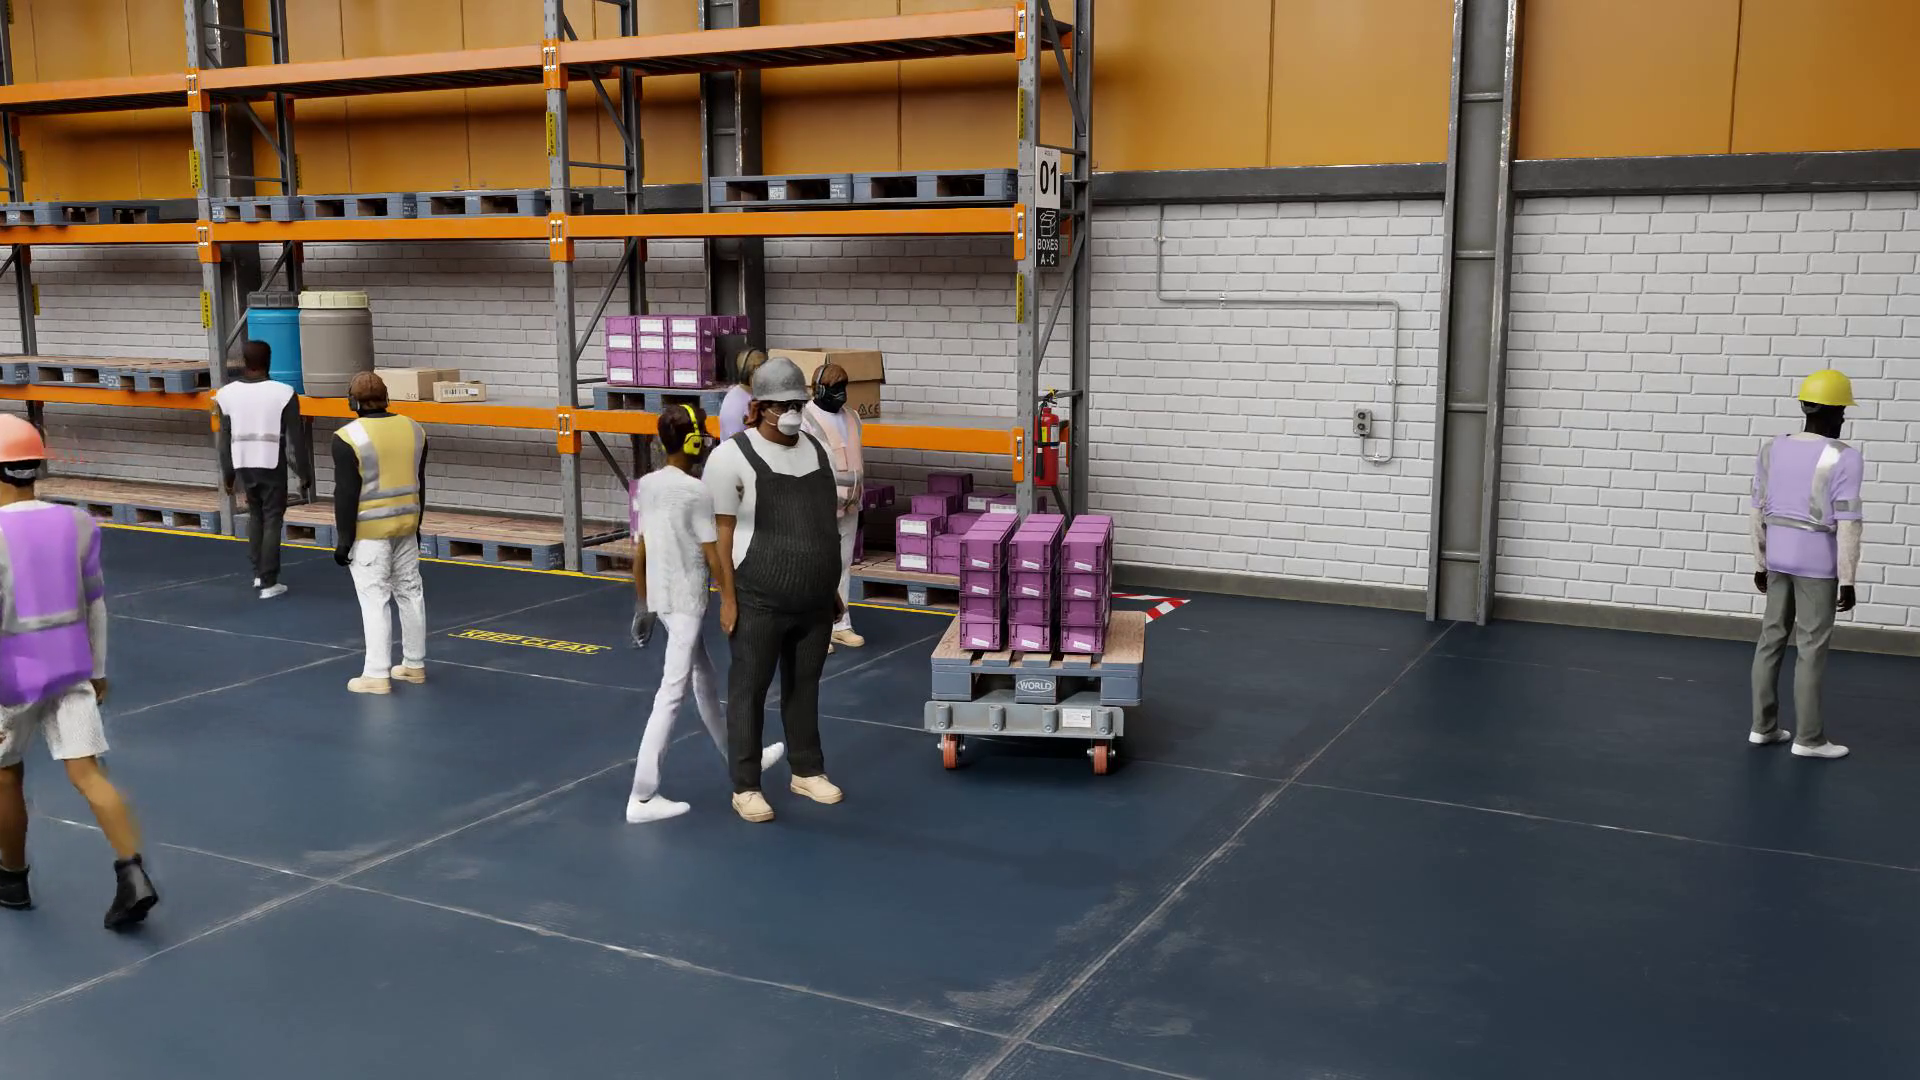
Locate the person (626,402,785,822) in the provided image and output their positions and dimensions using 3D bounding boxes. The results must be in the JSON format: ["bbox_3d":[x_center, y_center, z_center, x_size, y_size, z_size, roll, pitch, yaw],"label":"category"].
[{"bbox_3d":[-1.143,0.305,7.429,0.922,1.827,0.524,-7,12,-37],"label":"person"}]

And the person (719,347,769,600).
[{"bbox_3d":[-1.393,-0.329,11.092,0.462,1.910,0.640,2,9,12],"label":"person"}]

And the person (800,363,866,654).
[{"bbox_3d":[-0.825,-0.198,10.527,0.431,1.836,0.619,7,11,36],"label":"person"}]

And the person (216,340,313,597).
[{"bbox_3d":[-5.159,-0.541,12.431,0.590,1.899,0.652,1,9,4],"label":"person"}]

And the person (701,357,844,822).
[{"bbox_3d":[-0.764,0.207,7.374,0.678,2.000,0.537,-8,12,-40],"label":"person"}]

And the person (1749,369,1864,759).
[{"bbox_3d":[4.215,0.117,8.279,0.388,1.926,0.590,-4,10,-22],"label":"person"}]

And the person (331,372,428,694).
[{"bbox_3d":[-3.333,-0.042,9.533,0.430,1.840,0.622,5,11,30],"label":"person"}]

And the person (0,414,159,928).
[{"bbox_3d":[-3.333,0.488,6.084,0.947,1.907,0.562,6,11,31],"label":"person"}]
